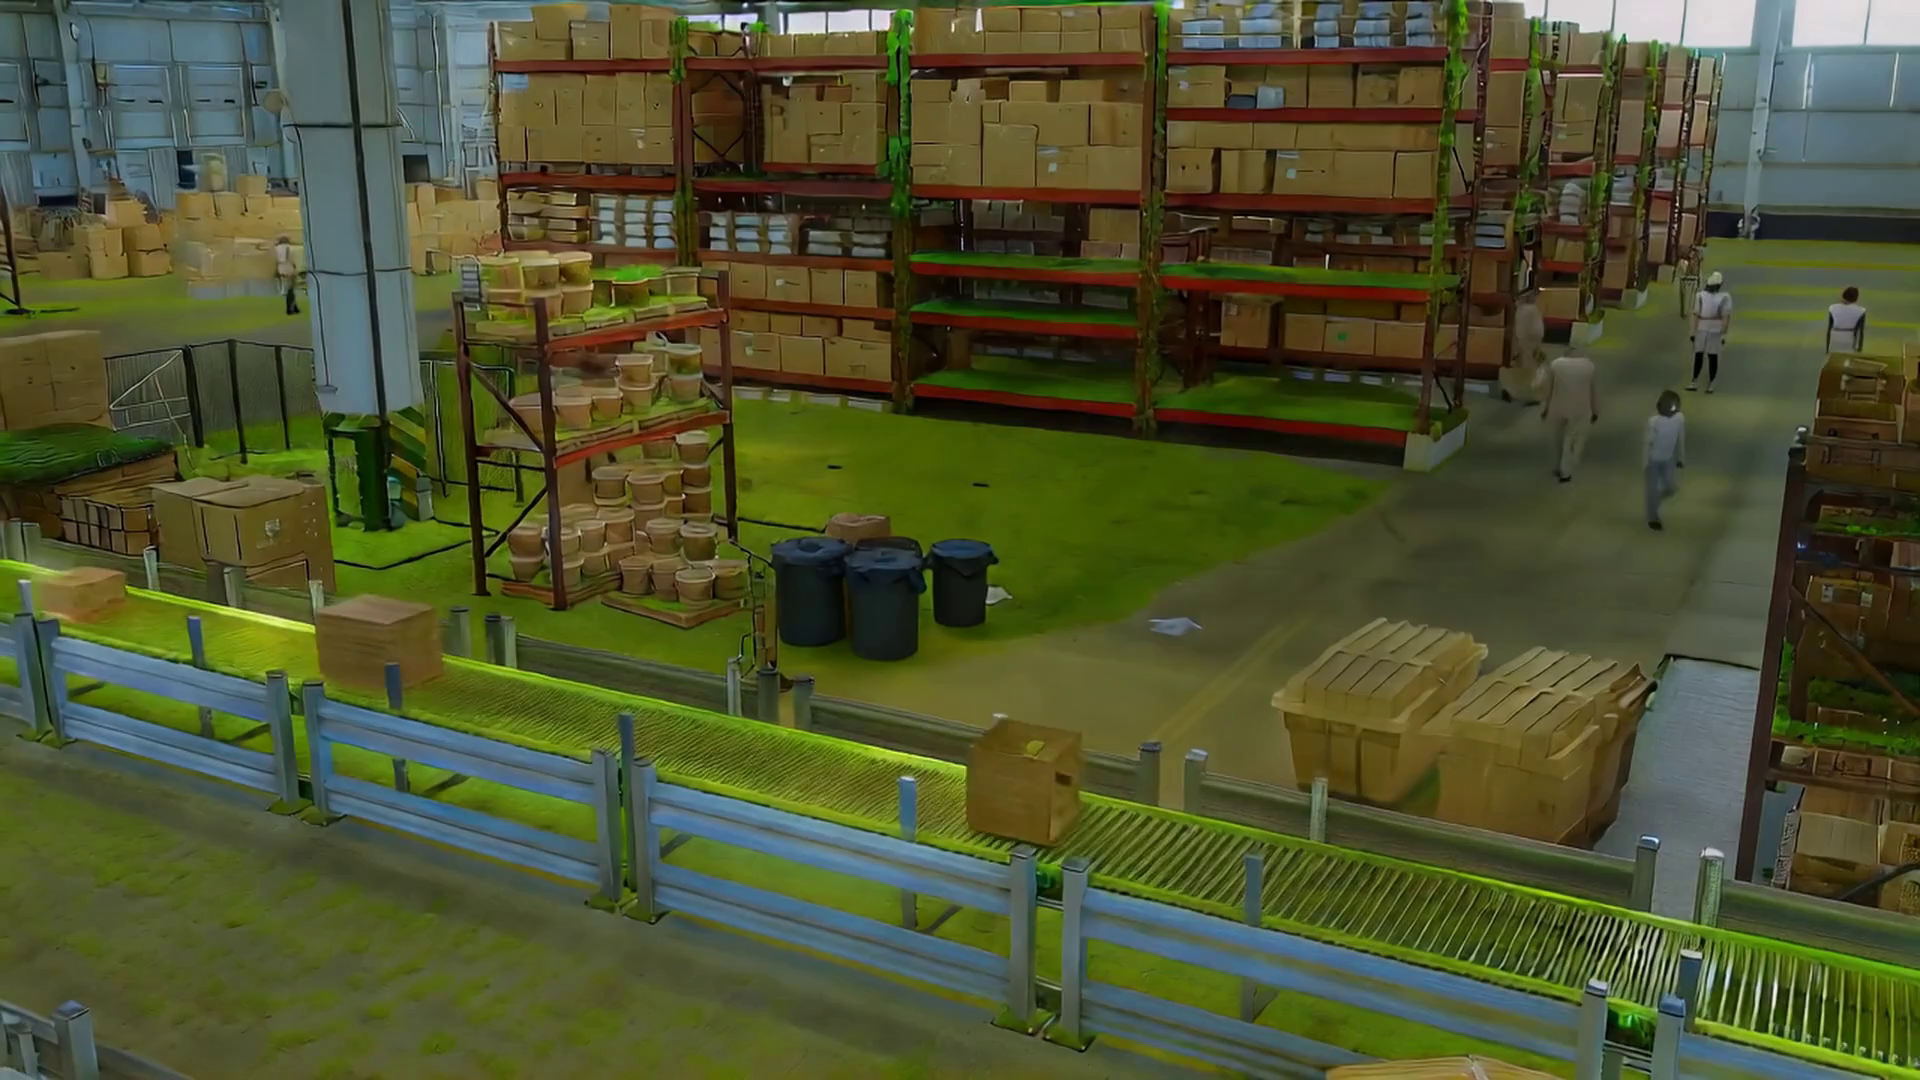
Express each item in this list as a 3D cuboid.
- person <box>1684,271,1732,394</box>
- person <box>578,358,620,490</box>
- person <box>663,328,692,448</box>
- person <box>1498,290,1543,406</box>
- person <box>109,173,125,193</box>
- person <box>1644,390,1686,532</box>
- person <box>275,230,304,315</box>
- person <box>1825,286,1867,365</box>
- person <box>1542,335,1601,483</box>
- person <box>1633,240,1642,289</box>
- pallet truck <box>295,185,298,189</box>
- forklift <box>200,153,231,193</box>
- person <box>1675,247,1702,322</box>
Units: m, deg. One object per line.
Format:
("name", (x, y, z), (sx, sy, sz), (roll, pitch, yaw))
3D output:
("person", (12.469, -3.455, 27.711), (0.387, 2.034, 0.605), (-14, 21, -43))
("person", (-4.500, -1.432, 20.775), (0.669, 1.676, 0.533), (10, 18, 34))
("person", (-3.980, -2.161, 23.523), (0.545, 1.671, 0.617), (0, 15, 2))
("person", (8.992, -3.049, 26.493), (0.669, 1.868, 0.683), (0, 15, 0))
("person", (-33.382, -13.579, 65.952), (0.547, 1.937, 0.379), (-8, 17, -29))
("person", (8.016, -0.910, 18.930), (0.534, 1.621, 0.375), (-4, 15, -16))
("person", (-15.194, -6.090, 37.856), (0.550, 1.914, 0.722), (7, 16, 24))
("person", (14.541, -3.255, 27.351), (0.576, 1.826, 0.509), (10, 18, 34))
("person", (7.903, -1.705, 21.436), (0.676, 1.871, 0.847), (10, 18, 34))
("person", (16.724, -6.893, 41.488), (0.501, 1.591, 0.839), (-11, 18, -36))
("pallet truck", (-26.804, -14.617, 69.738), (1.885, 1.965, 0.823), (-14, 20, -42))
("forklift", (-27.439, -12.865, 61.464), (1.873, 2.768, 1.129), (8, 17, 28))
("person", (16.096, -5.661, 36.785), (0.522, 1.629, 0.531), (5, 16, 17))
